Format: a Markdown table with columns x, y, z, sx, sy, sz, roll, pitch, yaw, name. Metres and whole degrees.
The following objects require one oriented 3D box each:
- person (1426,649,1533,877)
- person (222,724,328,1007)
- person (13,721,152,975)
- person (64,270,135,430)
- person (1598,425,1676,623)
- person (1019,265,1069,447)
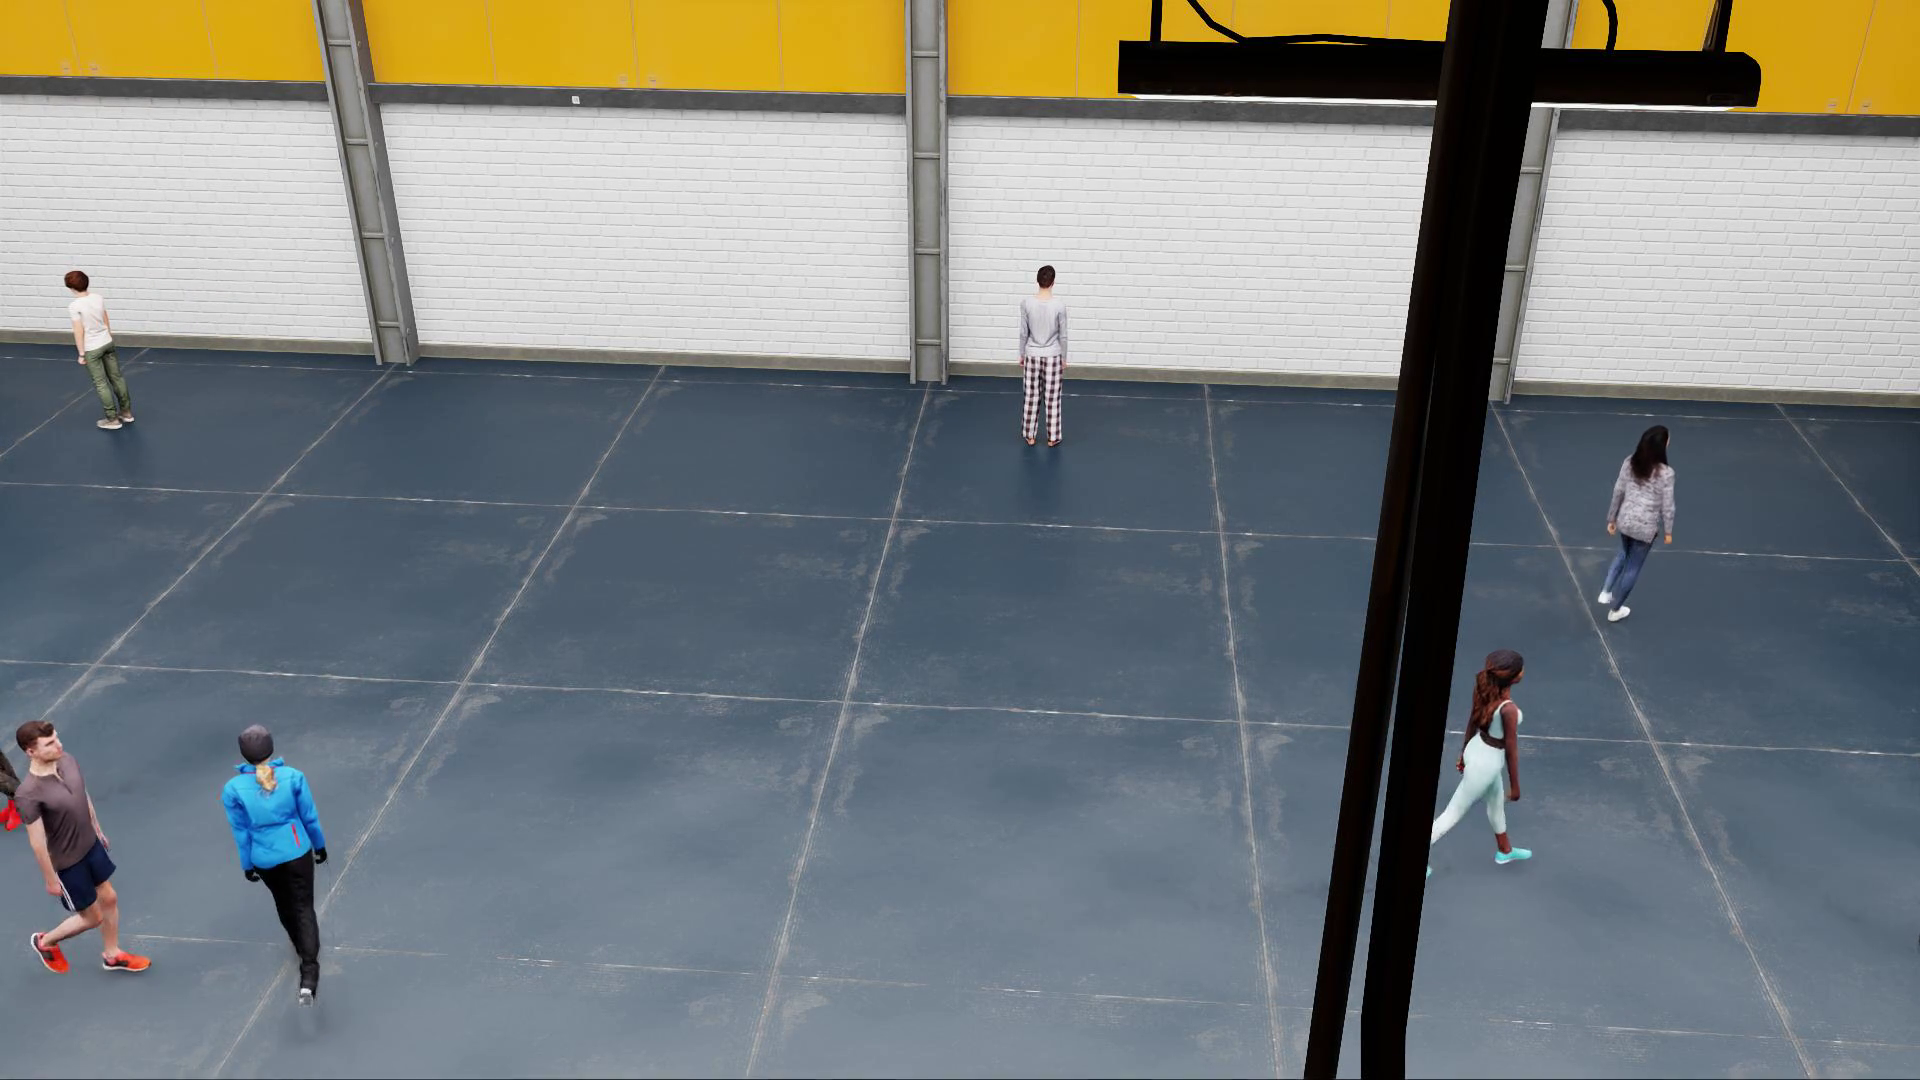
| x | y | z | sx | sy | sz | roll | pitch | yaw | name |
| --- | --- | --- | --- | --- | --- | --- | --- | --- | --- |
| 3.229 | 1.471 | 10.529 | 1.245 | 1.676 | 0.784 | -5 | 29 | -9 | person |
| -3.928 | 1.905 | 9.641 | 1.136 | 1.765 | 0.988 | -9 | 30 | -17 | person |
| -5.258 | 1.829 | 9.705 | 0.840 | 1.837 | 0.660 | 1 | 29 | 3 | person |
| -8.706 | -1.933 | 16.791 | 0.626 | 1.656 | 0.630 | 12 | 31 | 20 | person |
| 5.399 | -0.100 | 13.367 | 0.765 | 1.718 | 0.726 | -17 | 33 | -29 | person |
| 0.818 | -1.807 | 16.360 | 0.499 | 1.847 | 0.712 | 5 | 29 | 10 | person |
